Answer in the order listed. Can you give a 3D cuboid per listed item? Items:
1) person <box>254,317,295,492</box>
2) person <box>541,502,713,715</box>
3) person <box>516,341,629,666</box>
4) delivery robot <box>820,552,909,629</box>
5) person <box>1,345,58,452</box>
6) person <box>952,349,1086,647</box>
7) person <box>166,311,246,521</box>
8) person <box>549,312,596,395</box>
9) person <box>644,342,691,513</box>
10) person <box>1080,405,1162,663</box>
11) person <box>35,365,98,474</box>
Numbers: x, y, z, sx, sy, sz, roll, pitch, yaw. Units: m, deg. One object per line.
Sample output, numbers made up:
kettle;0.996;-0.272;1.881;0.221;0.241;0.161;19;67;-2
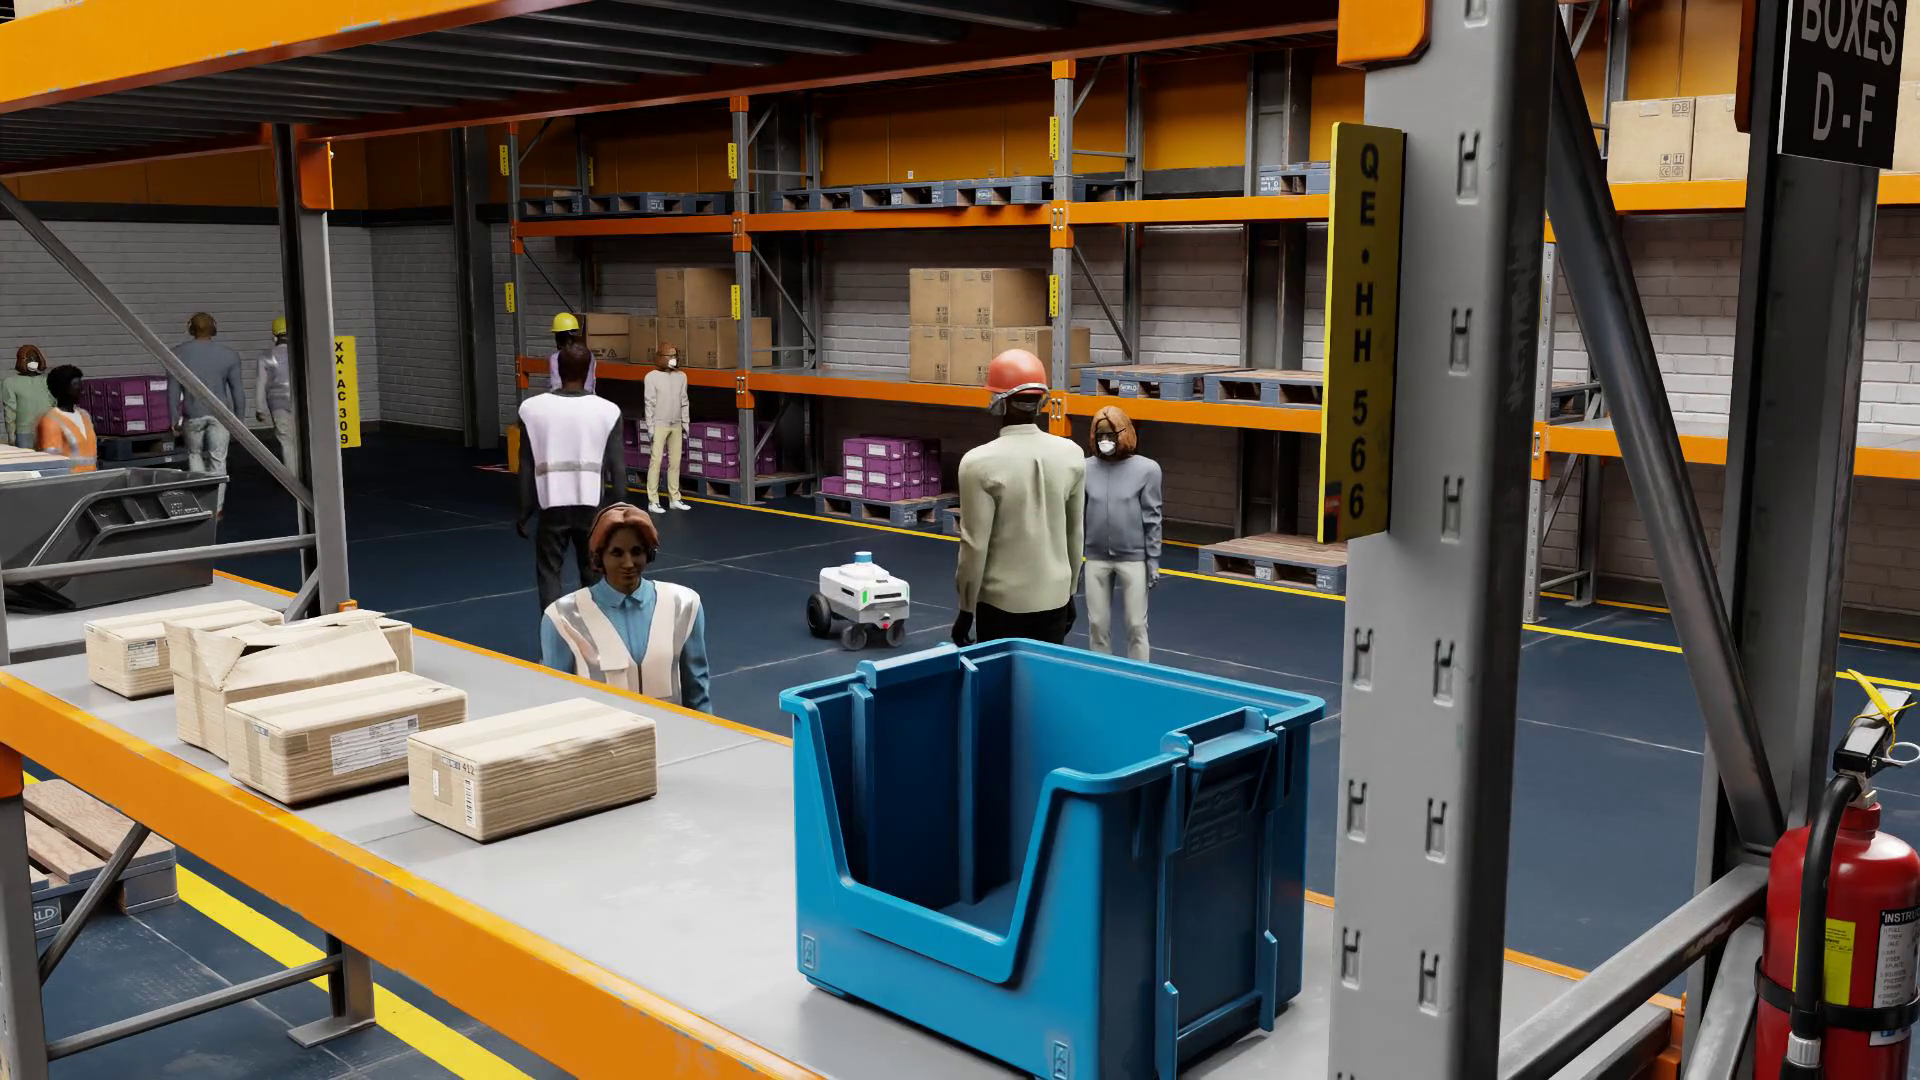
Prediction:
person;-7.065;-1.419;17.403;0.618;1.800;0.809;-7;12;-36
person;-0.991;0.696;4.994;0.519;1.634;0.311;-5;10;-27
person;-2.244;-0.196;9.642;0.645;1.902;0.502;-2;9;-12
delivery robot;-0.597;0.317;10.328;0.477;0.478;0.707;-5;10;-28
person;-8.398;-0.955;15.111;0.281;1.633;0.500;7;12;38
person;0.236;0.228;6.757;0.608;1.995;0.377;-6;11;-34
person;-6.924;-1.134;15.318;0.660;1.922;0.548;-4;10;-21
person;-3.577;-1.126;15.302;0.402;1.919;0.588;4;10;24
person;-2.788;-1.069;15.851;0.287;1.626;0.497;8;12;41
person;0.790;0.118;8.569;0.510;1.622;0.295;3;10;20
person;-6.062;-0.347;11.250;0.621;1.683;0.544;0;9;1
